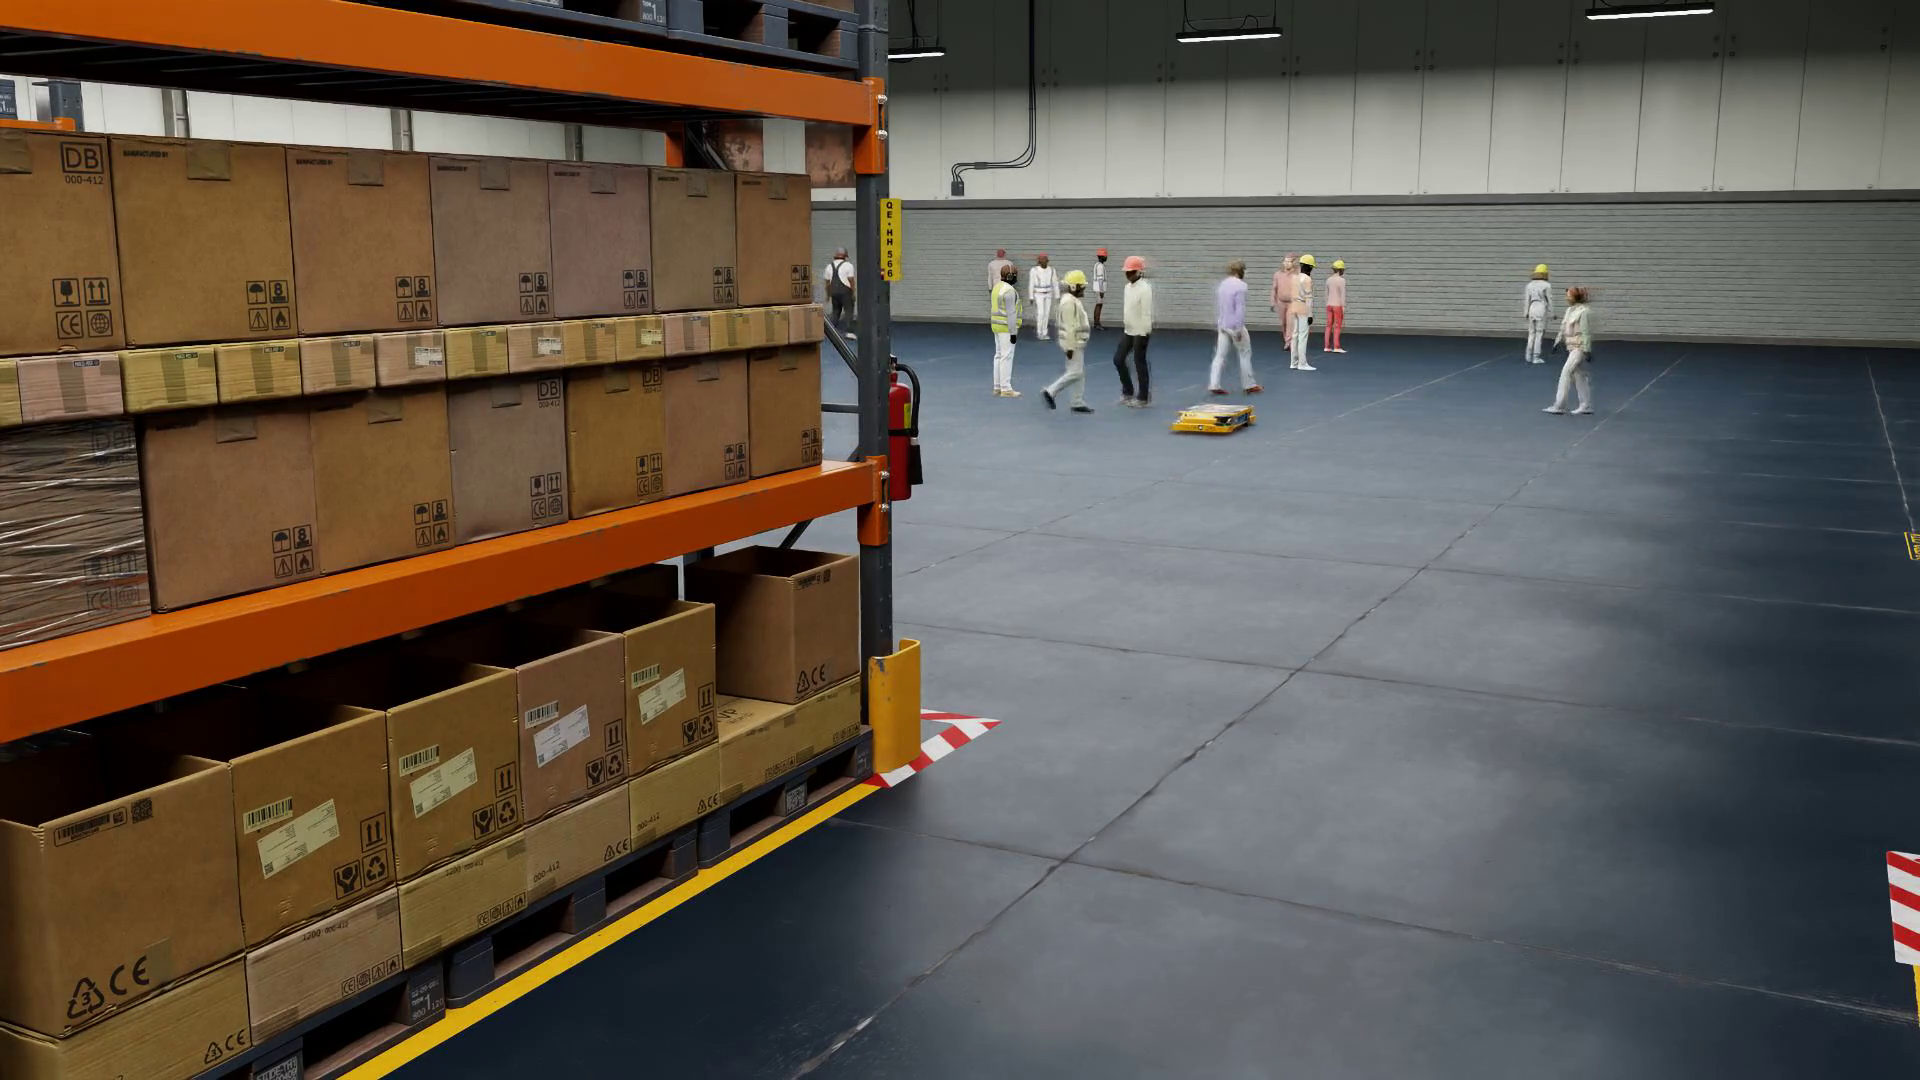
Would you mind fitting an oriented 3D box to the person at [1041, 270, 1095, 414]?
[{"bbox_3d":[1.375,-2.476,20.864,0.594,1.812,0.594,2,11,8],"label":"person"}]

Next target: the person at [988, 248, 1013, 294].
[{"bbox_3d":[1.026,-6.297,41.448,0.639,1.911,0.402,1,10,5],"label":"person"}]

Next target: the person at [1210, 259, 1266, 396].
[{"bbox_3d":[3.903,-2.961,23.266,0.922,1.895,0.643,-5,11,-25],"label":"person"}]

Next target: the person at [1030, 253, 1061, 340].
[{"bbox_3d":[1.816,-5.177,35.454,0.619,1.859,0.535,-5,11,-24],"label":"person"}]

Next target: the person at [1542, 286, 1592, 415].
[{"bbox_3d":[7.603,-2.354,20.773,0.766,1.607,0.537,0,10,2],"label":"person"}]

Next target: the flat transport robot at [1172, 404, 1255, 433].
[{"bbox_3d":[2.970,-1.428,19.357,0.652,0.197,1.431,4,11,21],"label":"flat transport robot"}]

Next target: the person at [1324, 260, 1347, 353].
[{"bbox_3d":[7.206,-4.458,31.810,0.330,1.765,0.533,-6,12,-29],"label":"person"}]

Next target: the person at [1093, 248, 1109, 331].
[{"bbox_3d":[3.328,-5.889,39.139,0.372,1.934,0.551,0,10,-2],"label":"person"}]

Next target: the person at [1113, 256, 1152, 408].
[{"bbox_3d":[2.234,-2.697,21.639,0.590,1.968,0.641,-4,11,-23],"label":"person"}]

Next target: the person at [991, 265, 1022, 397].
[{"bbox_3d":[0.654,-2.913,23.201,0.429,1.835,0.630,-3,11,-17],"label":"person"}]

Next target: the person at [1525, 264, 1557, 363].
[{"bbox_3d":[10.210,-3.974,29.250,0.381,1.737,0.502,-6,12,-30],"label":"person"}]

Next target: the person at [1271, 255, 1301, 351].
[{"bbox_3d":[6.453,-4.664,32.666,0.658,1.873,0.936,5,12,27],"label":"person"}]

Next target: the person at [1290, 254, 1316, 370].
[{"bbox_3d":[5.723,-3.785,27.711,0.372,1.922,0.585,-3,11,-16],"label":"person"}]

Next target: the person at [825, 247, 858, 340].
[{"bbox_3d":[-2.527,-5.327,35.790,0.873,2.000,0.604,7,13,34],"label":"person"}]
